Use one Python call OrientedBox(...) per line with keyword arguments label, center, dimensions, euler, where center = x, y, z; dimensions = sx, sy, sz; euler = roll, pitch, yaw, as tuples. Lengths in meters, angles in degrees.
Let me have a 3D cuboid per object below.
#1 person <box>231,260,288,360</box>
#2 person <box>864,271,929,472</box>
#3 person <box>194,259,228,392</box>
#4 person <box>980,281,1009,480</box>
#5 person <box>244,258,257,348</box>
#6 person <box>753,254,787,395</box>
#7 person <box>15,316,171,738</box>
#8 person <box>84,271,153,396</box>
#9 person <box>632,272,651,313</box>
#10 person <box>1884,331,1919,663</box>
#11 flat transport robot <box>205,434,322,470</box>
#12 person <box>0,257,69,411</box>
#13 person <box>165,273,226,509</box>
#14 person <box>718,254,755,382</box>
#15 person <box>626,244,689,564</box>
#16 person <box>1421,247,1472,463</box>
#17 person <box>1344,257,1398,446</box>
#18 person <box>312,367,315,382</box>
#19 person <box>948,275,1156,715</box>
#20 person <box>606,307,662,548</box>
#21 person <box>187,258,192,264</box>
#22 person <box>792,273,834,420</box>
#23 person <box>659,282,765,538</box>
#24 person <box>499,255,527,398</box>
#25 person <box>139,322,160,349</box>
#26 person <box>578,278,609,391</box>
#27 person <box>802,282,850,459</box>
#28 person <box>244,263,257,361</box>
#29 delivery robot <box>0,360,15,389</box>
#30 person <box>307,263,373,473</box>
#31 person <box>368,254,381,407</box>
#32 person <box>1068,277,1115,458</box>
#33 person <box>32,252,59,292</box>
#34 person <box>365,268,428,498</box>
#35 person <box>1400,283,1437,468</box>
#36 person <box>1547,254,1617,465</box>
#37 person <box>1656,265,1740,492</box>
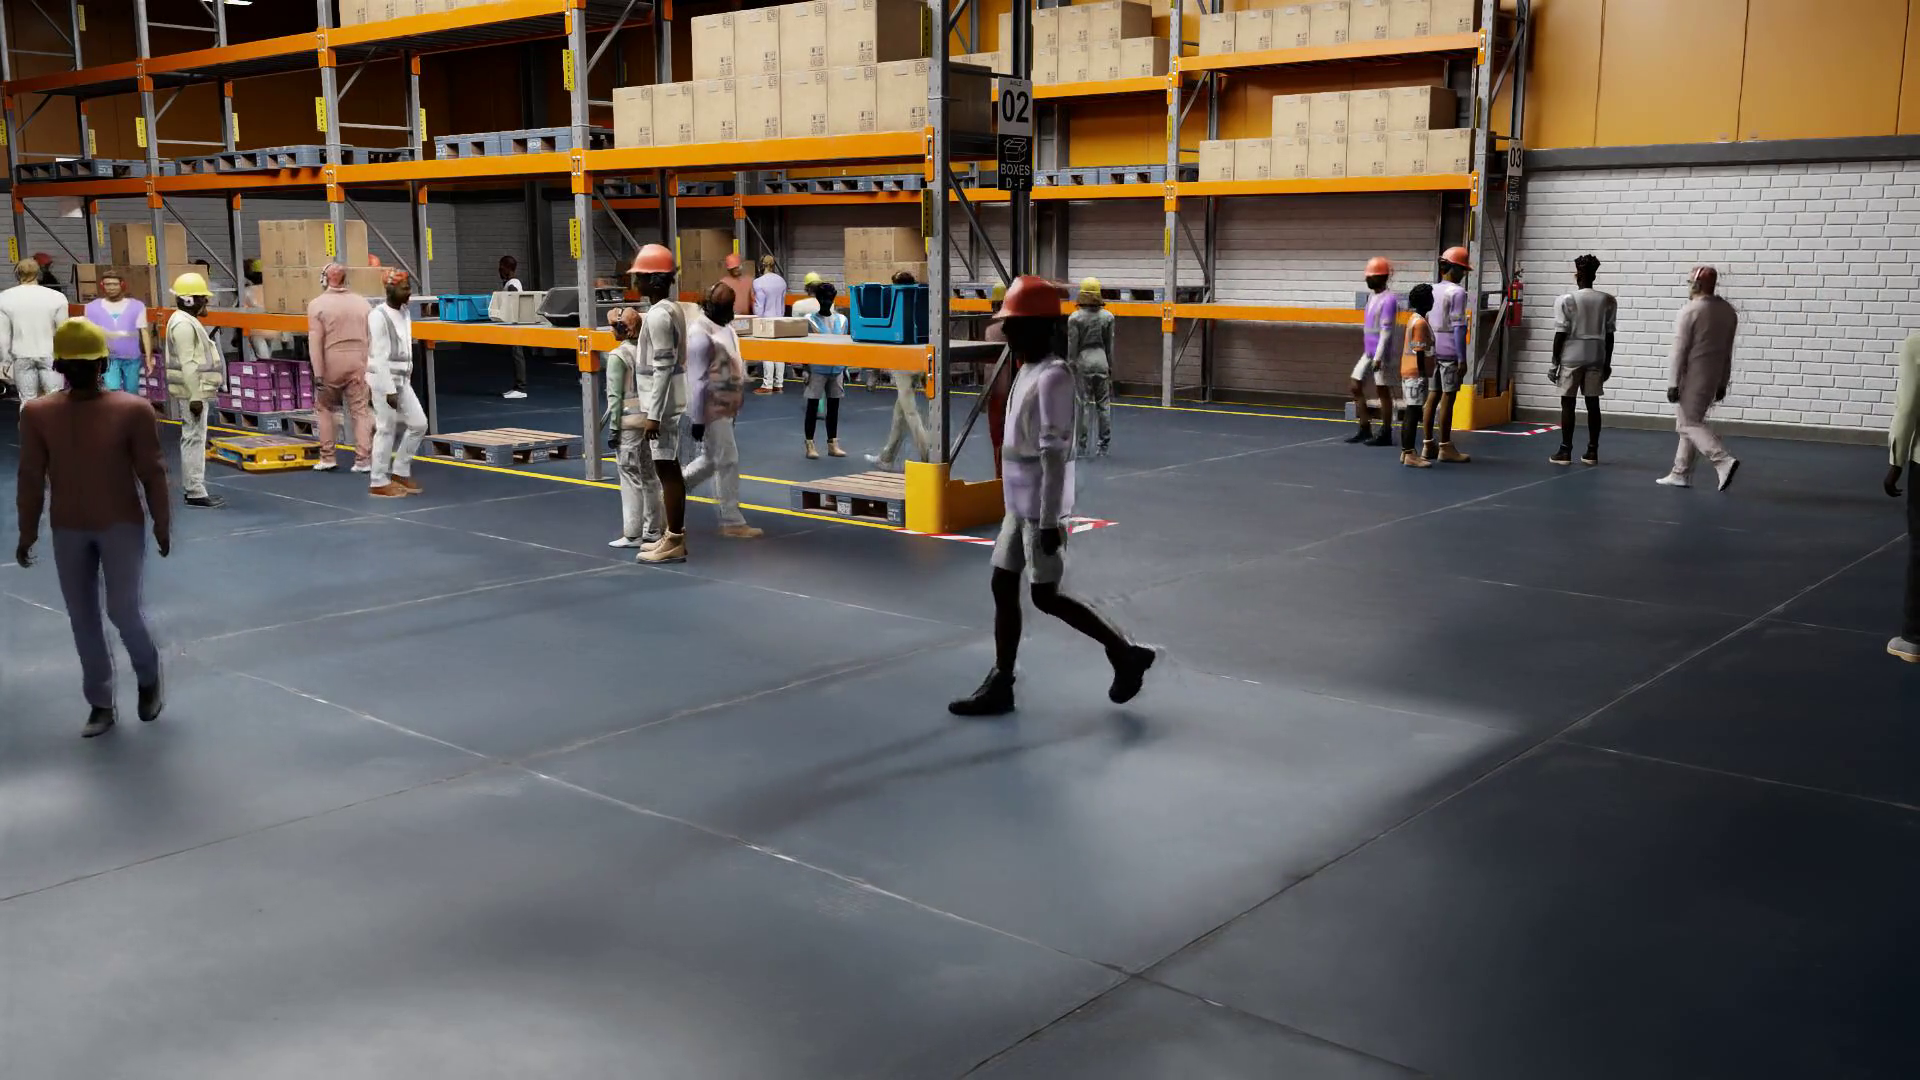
OrientedBox(label="person", center=(-8.853, -2.616, 21.165), dimensions=(1.006, 1.880, 0.595), euler=(8, 13, 38))
OrientedBox(label="person", center=(-0.536, -1.450, 14.683), dimensions=(0.957, 1.819, 0.508), euler=(7, 12, 36))
OrientedBox(label="person", center=(-10.533, -2.984, 23.282), dimensions=(0.330, 1.865, 0.518), euler=(3, 10, 15))
OrientedBox(label="person", center=(0.364, -1.185, 13.340), dimensions=(0.349, 1.773, 0.536), euler=(8, 13, 40))
OrientedBox(label="person", center=(-10.716, -3.305, 25.090), dimensions=(0.496, 1.873, 0.591), euler=(1, 10, 8))
OrientedBox(label="person", center=(-2.651, -2.975, 23.010), dimensions=(0.372, 1.940, 0.630), euler=(6, 11, 30))
OrientedBox(label="person", center=(-3.566, -0.043, 6.858), dimensions=(0.543, 1.750, 0.372), euler=(-1, 10, -6))
OrientedBox(label="person", center=(-8.505, -1.822, 16.858), dimensions=(0.582, 1.807, 0.967), euler=(-5, 11, -25))
OrientedBox(label="person", center=(-4.059, -2.660, 21.678), dimensions=(0.944, 1.781, 0.620), euler=(-3, 10, -15))
OrientedBox(label="person", center=(4.850, -0.384, 8.105), dimensions=(0.621, 1.990, 0.391), euler=(2, 10, 13))
OrientedBox(label="flat transport robot", center=(-6.518, -0.832, 15.556), dimensions=(0.652, 0.197, 1.431), euler=(-9, 13, -40))
OrientedBox(label="person", center=(-8.745, -1.702, 15.764), dimensions=(0.635, 1.936, 0.356), euler=(-4, 11, -23))
OrientedBox(label="person", center=(-5.959, -1.157, 12.971), dimensions=(0.404, 1.827, 0.600), euler=(-5, 11, -25))
OrientedBox(label="person", center=(-3.329, -3.291, 24.878), dimensions=(0.648, 1.940, 0.842), euler=(-5, 11, -28))
OrientedBox(label="person", center=(-1.932, -0.868, 10.707), dimensions=(0.365, 2.047, 0.608), euler=(-1, 10, -4))
OrientedBox(label="person", center=(4.633, -1.752, 15.779), dimensions=(0.391, 2.034, 0.605), euler=(-3, 10, -17))
OrientedBox(label="person", center=(4.177, -1.902, 16.923), dimensions=(0.636, 1.920, 0.558), euler=(-2, 10, -10))
OrientedBox(label="person", center=(-9.661, -3.422, 25.266), dimensions=(0.536, 2.000, 0.688), euler=(0, 10, -2))
OrientedBox(label="person", center=(0.395, -0.172, 7.151), dimensions=(0.825, 1.917, 0.546), euler=(-2, 10, -10))
OrientedBox(label="person", center=(-2.220, -0.759, 11.273), dimensions=(0.317, 1.629, 0.509), euler=(3, 10, 15))
OrientedBox(label="person", center=(-10.989, -3.072, 23.658), dimensions=(0.652, 1.906, 0.402), euler=(-9, 14, -42))
OrientedBox(label="person", center=(-1.785, -2.310, 19.837), dimensions=(0.540, 1.721, 0.888), euler=(-6, 11, -29))
OrientedBox(label="person", center=(-1.799, -0.895, 11.605), dimensions=(0.780, 1.801, 0.640), euler=(1, 10, 8))
OrientedBox(label="person", center=(-6.054, -2.888, 22.565), dimensions=(0.391, 1.922, 0.588), euler=(-3, 10, -16))
OrientedBox(label="person", center=(-12.466, -3.260, 25.500), dimensions=(0.499, 1.633, 0.284), euler=(3, 11, 19))
OrientedBox(label="person", center=(-5.155, -2.898, 23.558), dimensions=(0.830, 1.594, 0.504), euler=(4, 11, 22))
OrientedBox(label="person", center=(-1.300, -1.629, 16.027), dimensions=(0.539, 1.698, 0.319), euler=(-7, 12, -33))
OrientedBox(label="person", center=(-10.345, -3.143, 24.387), dimensions=(0.429, 1.797, 0.720), euler=(-2, 10, -12))
OrientedBox(label="delivery robot", center=(-12.937, -2.252, 22.566), dimensions=(0.477, 0.478, 0.707), euler=(6, 12, 33))
OrientedBox(label="person", center=(-5.612, -1.538, 15.002), dimensions=(0.740, 1.884, 0.653), euler=(9, 13, 42))
OrientedBox(label="person", center=(-7.443, -2.651, 21.162), dimensions=(0.552, 1.937, 0.359), euler=(1, 10, 8))
OrientedBox(label="person", center=(1.256, -1.664, 16.101), dimensions=(0.486, 1.744, 0.294), euler=(-3, 11, -19))
OrientedBox(label="person", center=(-14.085, -3.478, 25.799), dimensions=(0.891, 1.968, 0.639), euler=(-3, 10, -15))
OrientedBox(label="person", center=(-4.571, -1.259, 13.453), dimensions=(0.528, 1.860, 0.652), euler=(1, 10, 5))
OrientedBox(label="person", center=(4.249, -1.521, 15.408), dimensions=(0.315, 1.700, 0.541), euler=(2, 10, 9))
OrientedBox(label="person", center=(5.809, -1.680, 15.561), dimensions=(0.617, 1.963, 0.361), euler=(-1, 10, -6))
OrientedBox(label="person", center=(6.188, -1.334, 13.828), dimensions=(0.644, 1.887, 0.805), euler=(-5, 11, -28))
